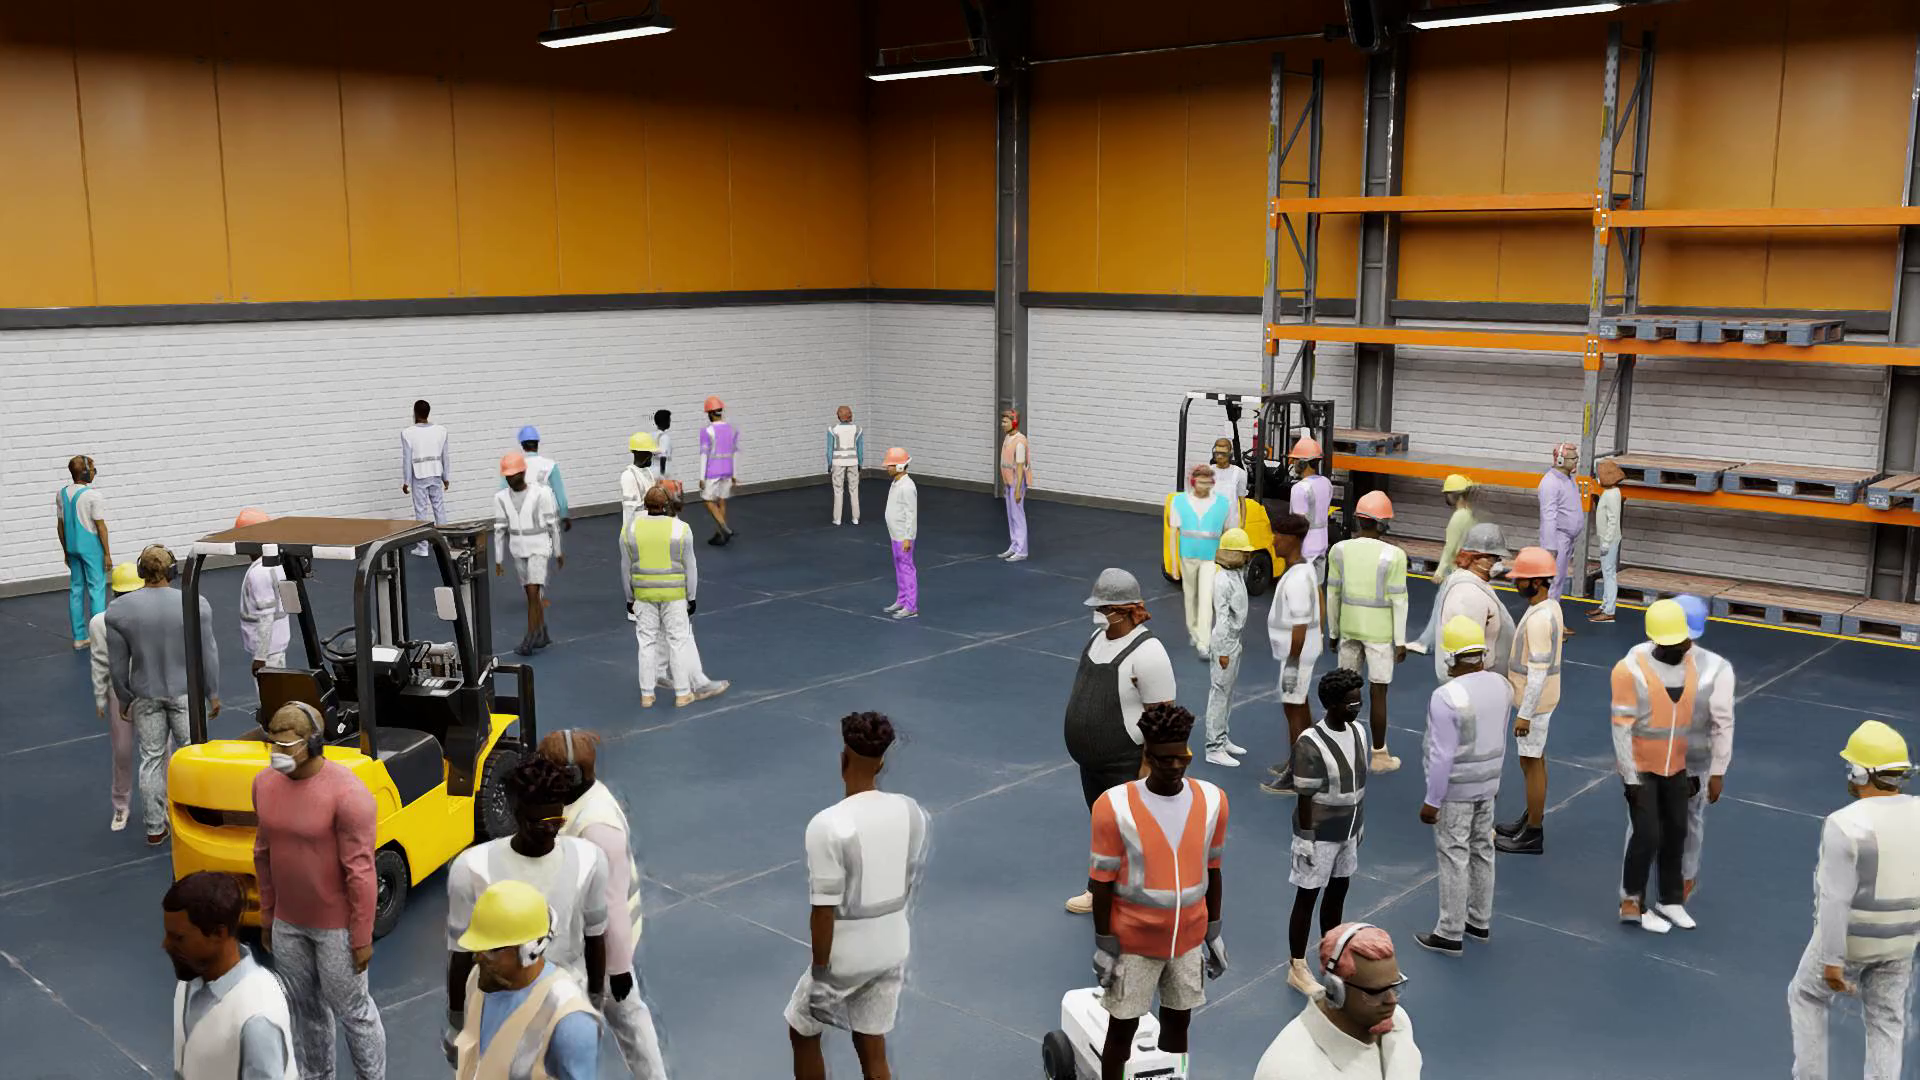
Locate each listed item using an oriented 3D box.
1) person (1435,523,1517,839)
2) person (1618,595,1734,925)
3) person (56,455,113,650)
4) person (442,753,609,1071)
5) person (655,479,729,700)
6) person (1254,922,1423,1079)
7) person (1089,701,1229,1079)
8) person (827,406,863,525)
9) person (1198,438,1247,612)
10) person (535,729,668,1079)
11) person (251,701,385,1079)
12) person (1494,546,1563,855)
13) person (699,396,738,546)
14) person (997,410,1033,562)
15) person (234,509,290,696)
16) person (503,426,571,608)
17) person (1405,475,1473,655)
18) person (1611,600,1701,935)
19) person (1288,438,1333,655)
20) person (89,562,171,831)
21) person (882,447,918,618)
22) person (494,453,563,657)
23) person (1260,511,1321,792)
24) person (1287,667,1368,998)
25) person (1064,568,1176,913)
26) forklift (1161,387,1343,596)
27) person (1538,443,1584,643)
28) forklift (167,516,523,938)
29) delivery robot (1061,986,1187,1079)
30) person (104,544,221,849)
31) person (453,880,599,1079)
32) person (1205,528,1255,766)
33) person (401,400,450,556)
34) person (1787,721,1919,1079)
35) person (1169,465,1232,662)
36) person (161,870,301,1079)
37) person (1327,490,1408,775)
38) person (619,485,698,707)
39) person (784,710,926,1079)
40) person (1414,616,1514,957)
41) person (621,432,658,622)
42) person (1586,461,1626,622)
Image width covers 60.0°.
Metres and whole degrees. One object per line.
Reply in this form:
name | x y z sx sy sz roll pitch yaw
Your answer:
person | 3.334 0.885 10.705 0.536 2.000 0.688 2 10 9
person | 3.961 1.208 9.275 0.635 1.883 0.992 7 12 36
person | -8.192 0.123 15.600 0.517 1.843 0.325 3 10 16
person | -1.627 1.719 6.235 0.642 1.943 0.562 -5 11 -25
person | -2.335 0.403 14.060 0.753 1.828 0.623 1 10 3
person | 1.106 1.999 4.748 0.651 1.906 0.403 -9 14 -42
person | 0.815 1.609 6.796 0.607 1.966 0.373 -3 10 -17
person | -1.566 -1.012 22.681 0.510 1.630 0.319 -3 10 -18
person | 2.677 -0.134 17.064 0.520 1.844 0.331 3 10 17
person | -1.614 1.670 6.890 0.905 1.809 0.660 -4 11 -21
person | -2.685 1.599 6.974 0.625 1.931 0.377 4 11 24
person | 3.553 0.994 10.380 0.356 1.938 0.544 4 11 22
person | -3.011 -0.841 20.883 0.565 1.918 0.575 -9 13 -40
person | 0.674 -0.654 20.065 0.389 1.837 0.560 -2 10 -11
person | -4.961 0.739 11.828 0.358 1.936 0.552 -2 10 -13
person | -4.433 -0.245 17.495 0.645 1.905 0.775 2 10 11
person | 4.547 0.262 15.202 0.931 1.707 0.541 4 11 19
person | 3.836 1.240 9.143 0.597 1.888 0.443 -2 10 -14
person | 3.167 0.082 15.270 0.394 2.044 0.609 8 13 38
person | -5.337 1.006 10.805 0.532 1.765 0.332 -5 11 -26
person | -0.622 -0.078 17.012 0.345 1.747 0.573 -3 10 -17
person | -4.050 0.134 15.405 0.575 1.888 0.897 2 10 12
person | 2.325 0.772 11.590 0.371 1.963 0.611 2 10 13
person | 1.868 1.464 8.409 0.533 1.694 0.319 -9 13 -40
person | 0.833 1.154 9.174 0.537 2.000 0.689 -5 11 -27
forklift | 3.298 -0.608 18.767 1.214 2.155 2.313 9 13 42
person | 5.791 0.015 16.044 0.410 1.909 0.643 6 12 33
forklift | -3.583 0.976 9.748 1.214 2.155 2.313 2 10 11
delivery robot | 0.707 2.188 7.246 0.477 0.478 0.707 -3 10 -17
person | -4.981 0.979 10.461 0.636 1.939 0.365 -2 10 -12
person | -1.367 1.936 5.422 0.590 1.804 0.826 9 14 42
person | 1.988 0.771 12.202 0.312 1.743 0.493 4 11 19
person | -6.554 -0.763 20.438 0.597 1.918 0.383 -9 13 -41
person | 3.795 1.640 7.060 0.598 1.811 0.622 -2 10 -11
person | 2.225 0.190 15.408 0.559 1.788 0.939 2 10 11
person | -2.246 1.927 5.176 0.573 1.911 0.626 -9 14 -43
person | 2.939 0.660 11.977 0.605 2.045 0.387 8 13 40
person | -2.460 0.463 13.680 0.623 1.844 0.429 0 10 1
person | -0.472 1.643 6.714 0.689 1.926 0.652 9 14 43
person | 2.673 1.309 8.893 0.591 1.829 0.404 -7 12 -36
person | -3.209 -0.133 16.821 0.371 1.925 0.595 1 10 8
person | 6.543 0.013 16.828 0.281 1.633 0.499 3 10 18
